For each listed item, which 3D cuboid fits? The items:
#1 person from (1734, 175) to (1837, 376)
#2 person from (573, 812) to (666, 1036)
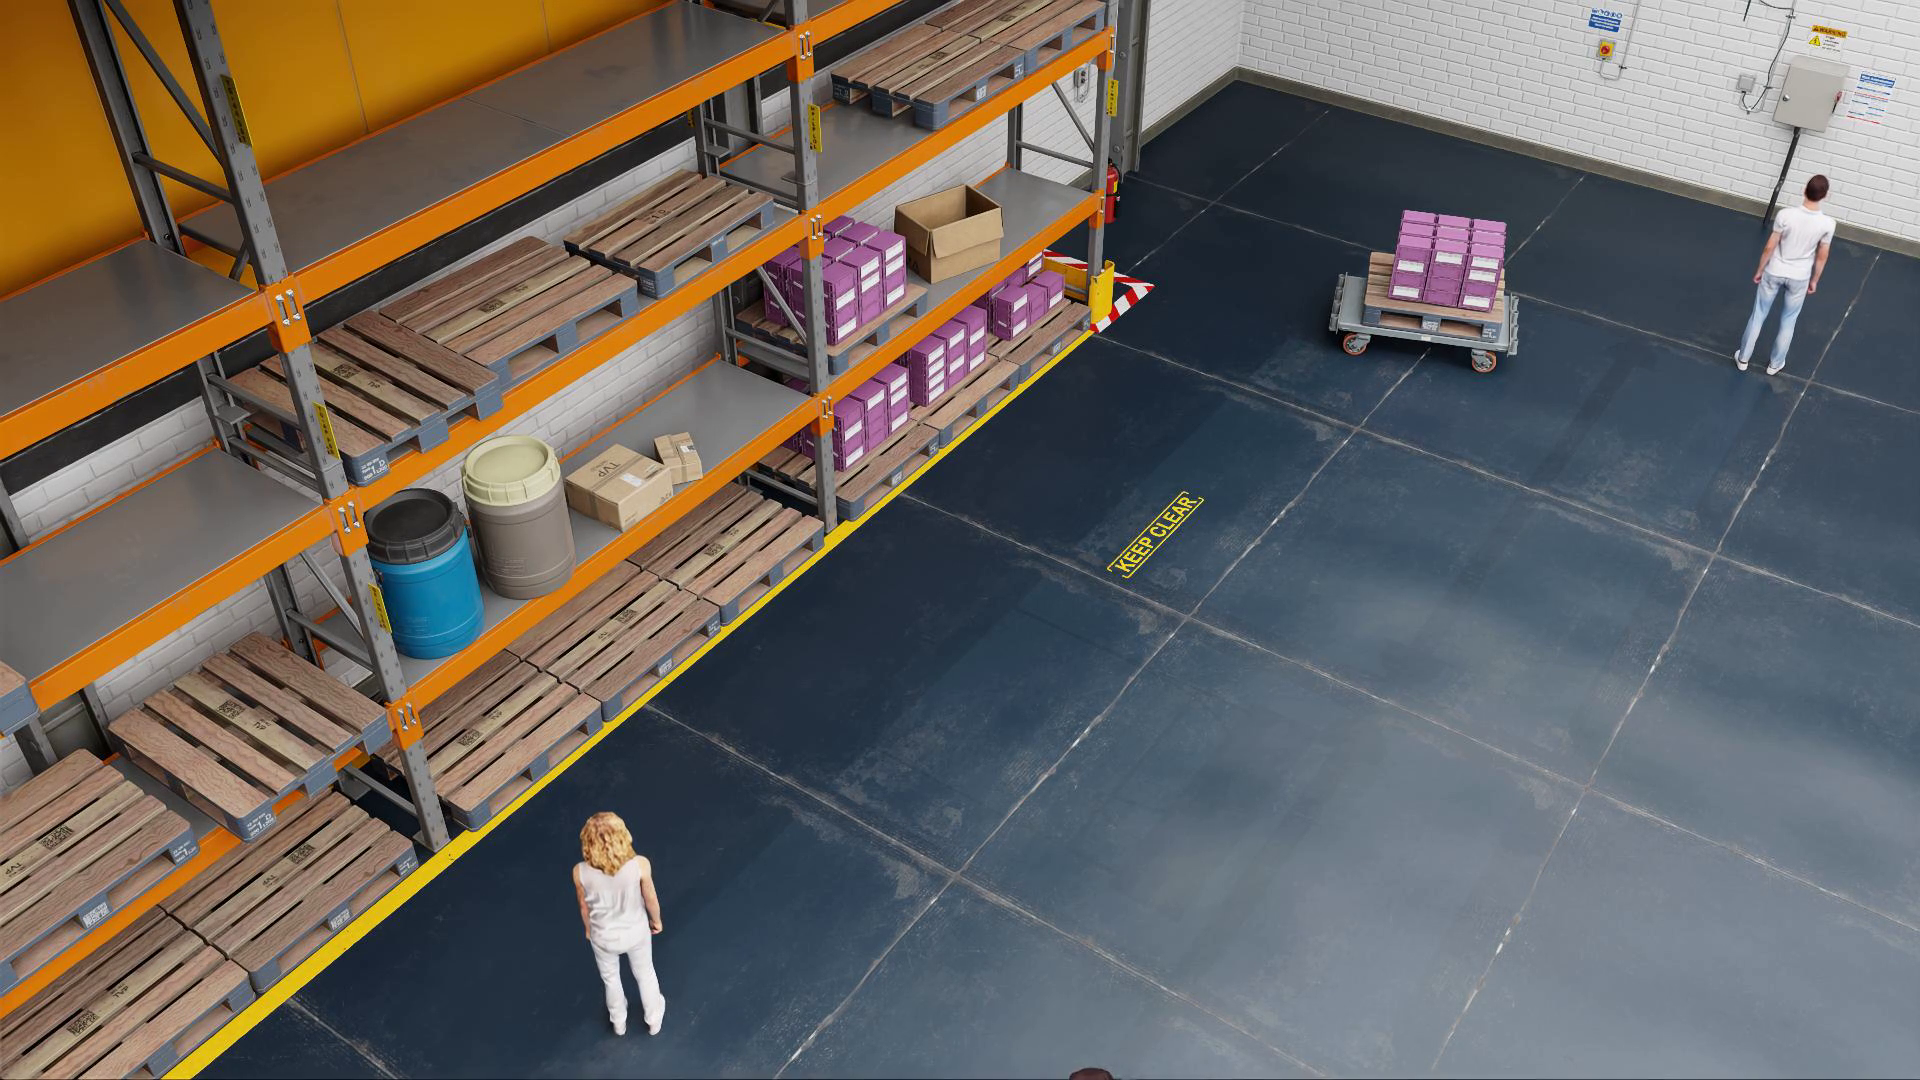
[{"bbox_3d":[7.203,-2.303,14.489,0.698,1.852,0.601,16,41,19],"label":"person"},{"bbox_3d":[-1.869,2.119,9.097,0.672,1.671,0.732,-6,39,-8],"label":"person"}]
